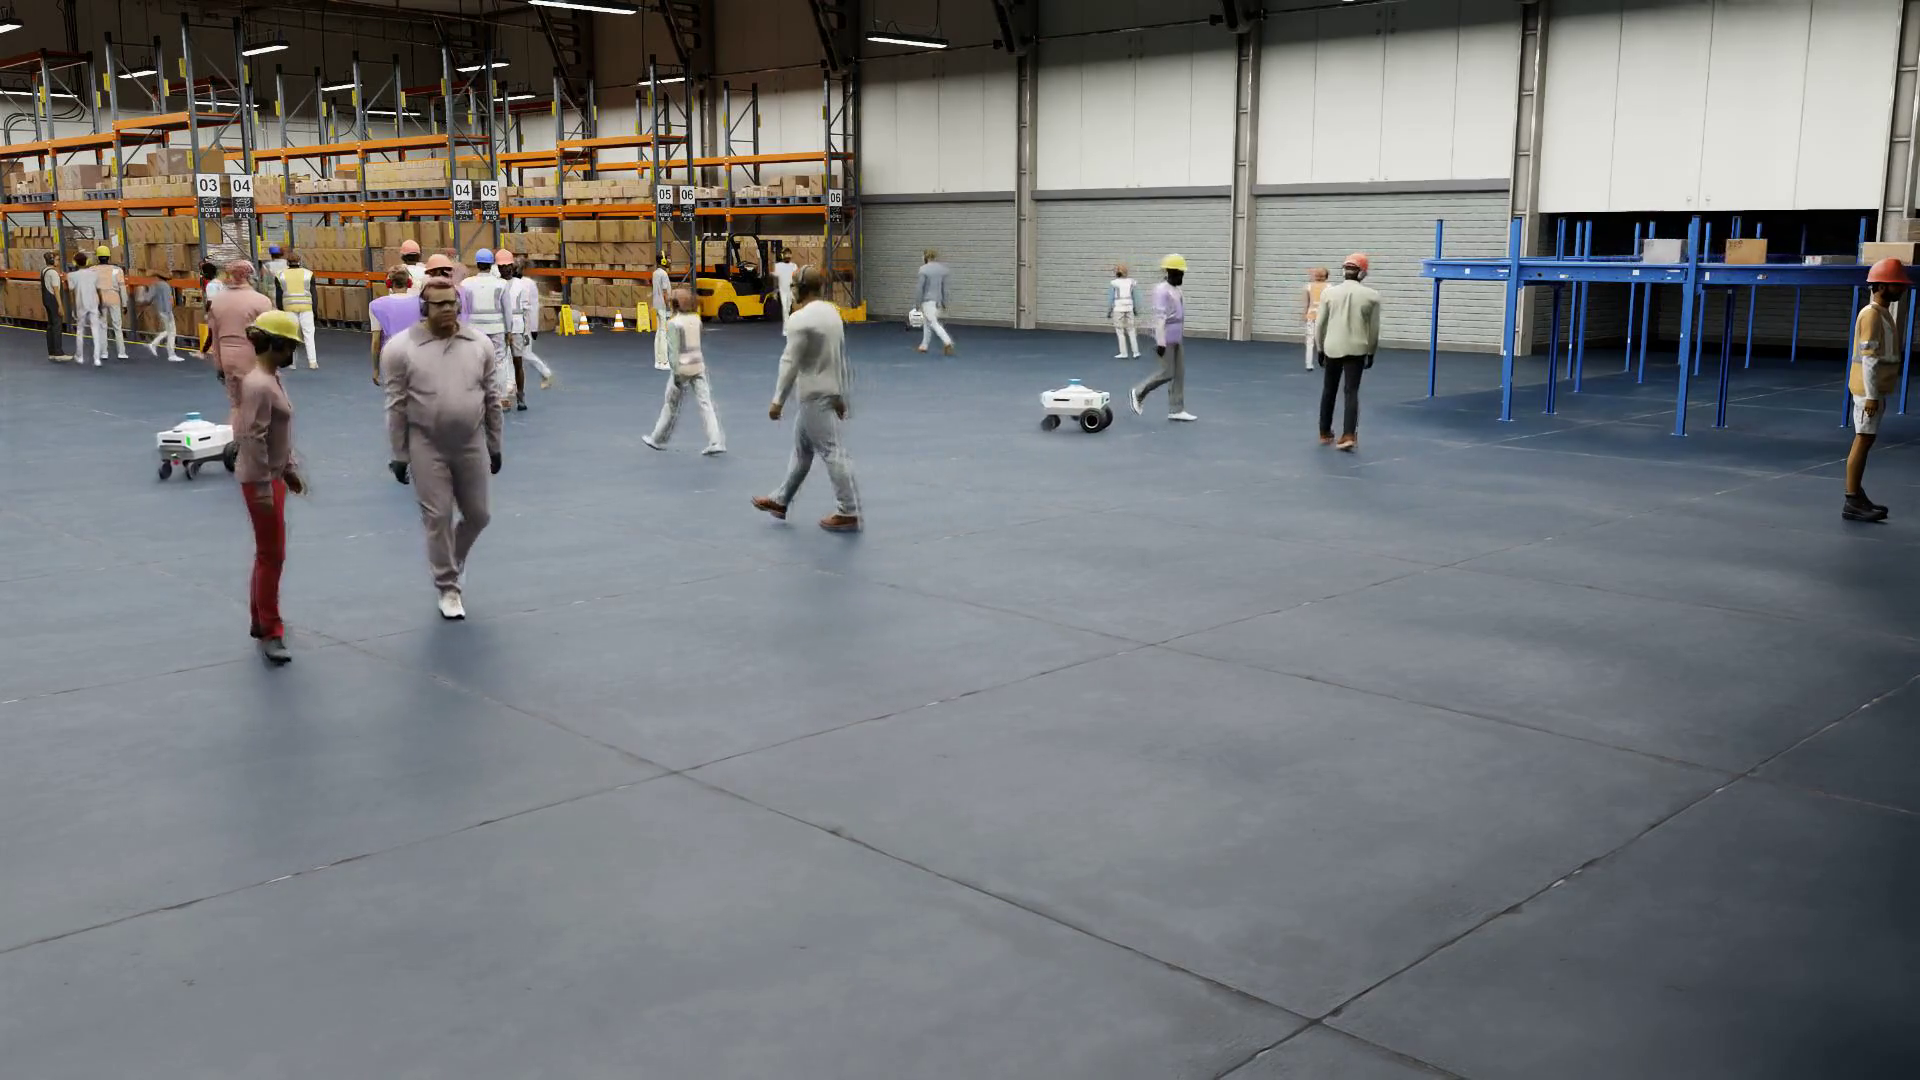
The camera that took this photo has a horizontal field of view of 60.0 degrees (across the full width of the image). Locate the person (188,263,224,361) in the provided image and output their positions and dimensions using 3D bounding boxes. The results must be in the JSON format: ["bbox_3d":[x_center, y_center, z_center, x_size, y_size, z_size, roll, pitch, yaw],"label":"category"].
[{"bbox_3d":[-12.363,-3.746,27.514,0.901,1.636,0.542,-2,11,-10],"label":"person"}]

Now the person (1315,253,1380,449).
[{"bbox_3d":[3.854,-1.889,16.634,0.622,1.939,0.855,4,11,19],"label":"person"}]

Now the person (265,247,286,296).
[{"bbox_3d":[-15.023,-5.528,36.675,0.742,1.858,0.581,8,13,36],"label":"person"}]

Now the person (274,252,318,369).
[{"bbox_3d":[-10.526,-3.642,26.439,0.621,1.842,0.429,-4,11,-19],"label":"person"}]

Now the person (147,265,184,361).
[{"bbox_3d":[-13.401,-3.815,27.975,0.445,1.615,0.514,-9,14,-40],"label":"person"}]

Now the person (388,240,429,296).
[{"bbox_3d":[-7.274,-2.967,22.185,0.615,2.047,0.356,-3,11,-18],"label":"person"}]

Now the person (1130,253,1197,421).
[{"bbox_3d":[2.363,-2.323,19.057,0.719,1.907,0.600,6,12,29],"label":"person"}]

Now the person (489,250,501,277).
[{"bbox_3d":[-8.849,-4.665,32.074,0.601,1.829,0.976,-8,13,-38],"label":"person"}]

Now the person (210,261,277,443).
[{"bbox_3d":[-6.543,-1.595,15.215,0.654,1.881,0.465,4,11,22],"label":"person"}]

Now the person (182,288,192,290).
[{"bbox_3d":[-21.632,-7.301,46.451,0.714,1.817,0.628,-4,11,-21],"label":"person"}]

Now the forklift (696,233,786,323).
[{"bbox_3d":[-5.496,-6.489,41.108,2.313,2.155,1.214,-10,14,-44],"label":"forklift"}]

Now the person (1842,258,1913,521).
[{"bbox_3d":[6.856,-1.127,12.455,0.354,1.939,0.545,7,12,32],"label":"person"}]

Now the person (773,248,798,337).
[{"bbox_3d":[-3.562,-5.149,34.659,0.560,1.831,0.886,-5,12,-26],"label":"person"}]

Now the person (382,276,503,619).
[{"bbox_3d":[-2.908,-0.537,9.386,0.654,1.892,0.643,-7,12,-32],"label":"person"}]

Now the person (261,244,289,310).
[{"bbox_3d":[-13.370,-4.816,32.602,0.638,1.923,0.617,-7,12,-33],"label":"person"}]

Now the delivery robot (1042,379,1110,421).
[{"bbox_3d":[1.267,-1.514,18.200,0.707,0.478,0.477,3,11,16],"label":"delivery robot"}]

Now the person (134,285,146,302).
[{"bbox_3d":[-22.010,-7.053,44.685,0.653,1.967,0.593,-2,11,-13],"label":"person"}]

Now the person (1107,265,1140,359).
[{"bbox_3d":[2.819,-3.932,28.659,0.606,1.610,0.318,-5,11,-24],"label":"person"}]

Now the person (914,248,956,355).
[{"bbox_3d":[-0.441,-4.205,29.372,0.950,1.901,0.643,8,13,39],"label":"person"}]

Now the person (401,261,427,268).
[{"bbox_3d":[-11.025,-4.996,33.707,0.890,1.889,0.602,7,13,34],"label":"person"}]

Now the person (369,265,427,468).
[{"bbox_3d":[-5.064,-1.579,15.177,0.570,1.840,0.373,-5,12,-26],"label":"person"}]

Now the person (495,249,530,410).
[{"bbox_3d":[-5.502,-2.554,20.239,0.542,1.938,0.357,-2,11,-12],"label":"person"}]

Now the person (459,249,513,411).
[{"bbox_3d":[-5.711,-2.533,20.090,0.618,1.945,0.395,-2,11,-9],"label":"person"}]

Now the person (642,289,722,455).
[{"bbox_3d":[-2.681,-1.623,16.113,0.913,1.586,0.514,7,12,33],"label":"person"}]

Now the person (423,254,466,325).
[{"bbox_3d":[-5.356,-2.015,17.368,0.597,1.905,0.684,-1,10,-7],"label":"person"}]

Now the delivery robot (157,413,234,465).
[{"bbox_3d":[-6.798,-0.890,14.796,0.477,0.478,0.707,2,10,9],"label":"delivery robot"}]

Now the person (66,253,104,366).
[{"bbox_3d":[-14.284,-3.768,27.195,0.539,1.819,0.976,-8,13,-36],"label":"person"}]

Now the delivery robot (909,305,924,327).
[{"bbox_3d":[-0.970,-5.021,37.321,0.477,0.478,0.707,0,10,-2],"label":"delivery robot"}]

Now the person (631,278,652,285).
[{"bbox_3d":[-7.850,-6.221,40.902,0.556,1.680,0.398,-9,14,-41],"label":"person"}]

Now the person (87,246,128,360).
[{"bbox_3d":[-14.549,-4.048,28.400,0.594,1.930,0.354,-4,11,-19],"label":"person"}]

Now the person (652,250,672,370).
[{"bbox_3d":[-4.697,-3.647,26.379,0.327,1.874,0.518,-6,12,-30],"label":"person"}]

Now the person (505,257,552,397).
[{"bbox_3d":[-5.816,-2.831,22.075,0.631,1.822,0.733,6,12,31],"label":"person"}]

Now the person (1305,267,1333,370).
[{"bbox_3d":[5.696,-3.489,26.240,0.532,1.595,0.835,8,13,35],"label":"person"}]

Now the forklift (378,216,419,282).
[{"bbox_3d":[-17.868,-9.201,54.028,1.873,2.768,1.129,-10,14,-44],"label":"forklift"}]

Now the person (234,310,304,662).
[{"bbox_3d":[-3.497,-0.291,8.469,0.358,1.730,0.804,-4,11,-22],"label":"person"}]

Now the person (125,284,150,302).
[{"bbox_3d":[-19.285,-5.983,38.867,0.550,1.968,0.636,8,13,36],"label":"person"}]

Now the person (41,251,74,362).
[{"bbox_3d":[-15.298,-3.950,28.099,0.516,1.843,0.326,9,14,41],"label":"person"}]

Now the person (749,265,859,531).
[{"bbox_3d":[-1.159,-1.027,12.054,1.013,1.886,0.639,3,11,18],"label":"person"}]

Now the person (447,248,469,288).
[{"bbox_3d":[-9.629,-4.594,31.562,0.663,1.874,0.696,-3,11,-14],"label":"person"}]
